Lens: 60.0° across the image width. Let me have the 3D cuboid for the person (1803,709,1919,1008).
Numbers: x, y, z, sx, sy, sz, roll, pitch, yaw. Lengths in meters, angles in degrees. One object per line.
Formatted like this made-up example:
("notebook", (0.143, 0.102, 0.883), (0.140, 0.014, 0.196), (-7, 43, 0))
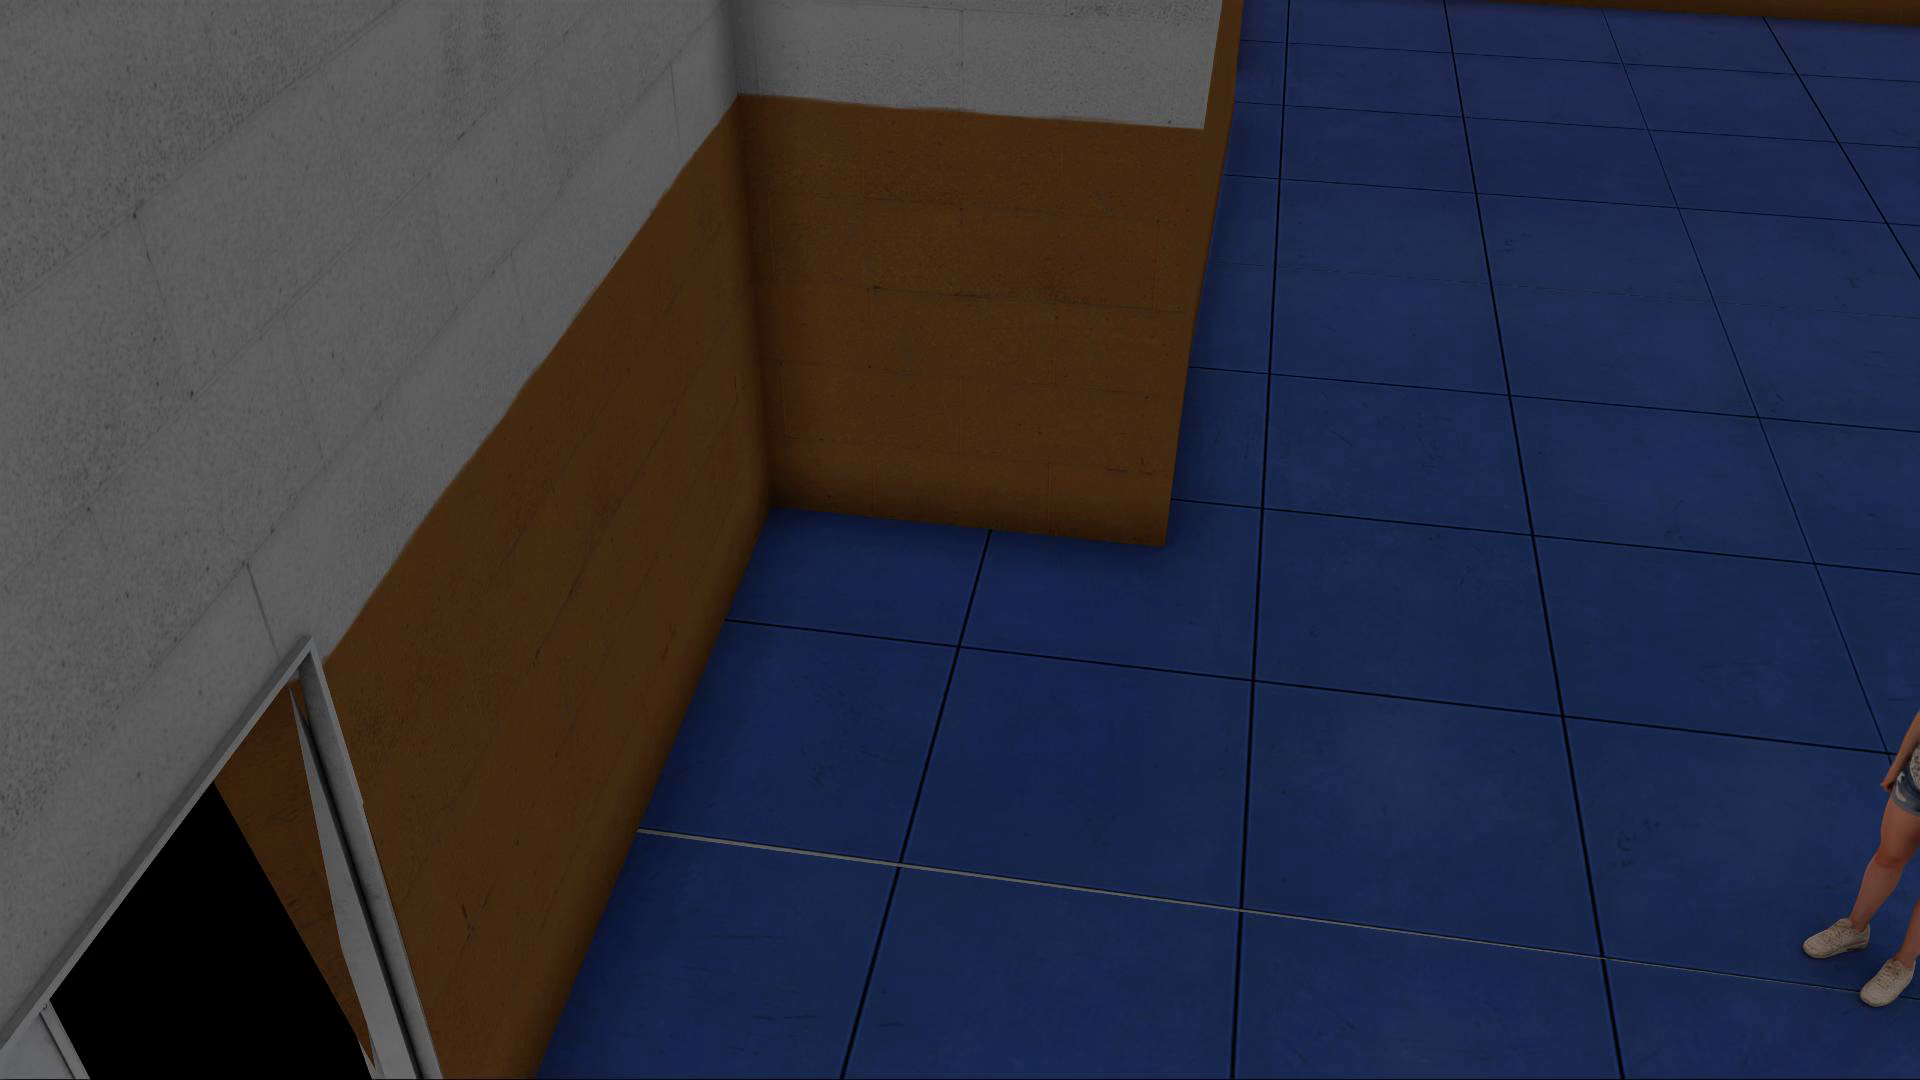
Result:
("person", (3.355, 0.873, 5.622), (0.688, 1.760, 0.651), (-17, 40, -21))
